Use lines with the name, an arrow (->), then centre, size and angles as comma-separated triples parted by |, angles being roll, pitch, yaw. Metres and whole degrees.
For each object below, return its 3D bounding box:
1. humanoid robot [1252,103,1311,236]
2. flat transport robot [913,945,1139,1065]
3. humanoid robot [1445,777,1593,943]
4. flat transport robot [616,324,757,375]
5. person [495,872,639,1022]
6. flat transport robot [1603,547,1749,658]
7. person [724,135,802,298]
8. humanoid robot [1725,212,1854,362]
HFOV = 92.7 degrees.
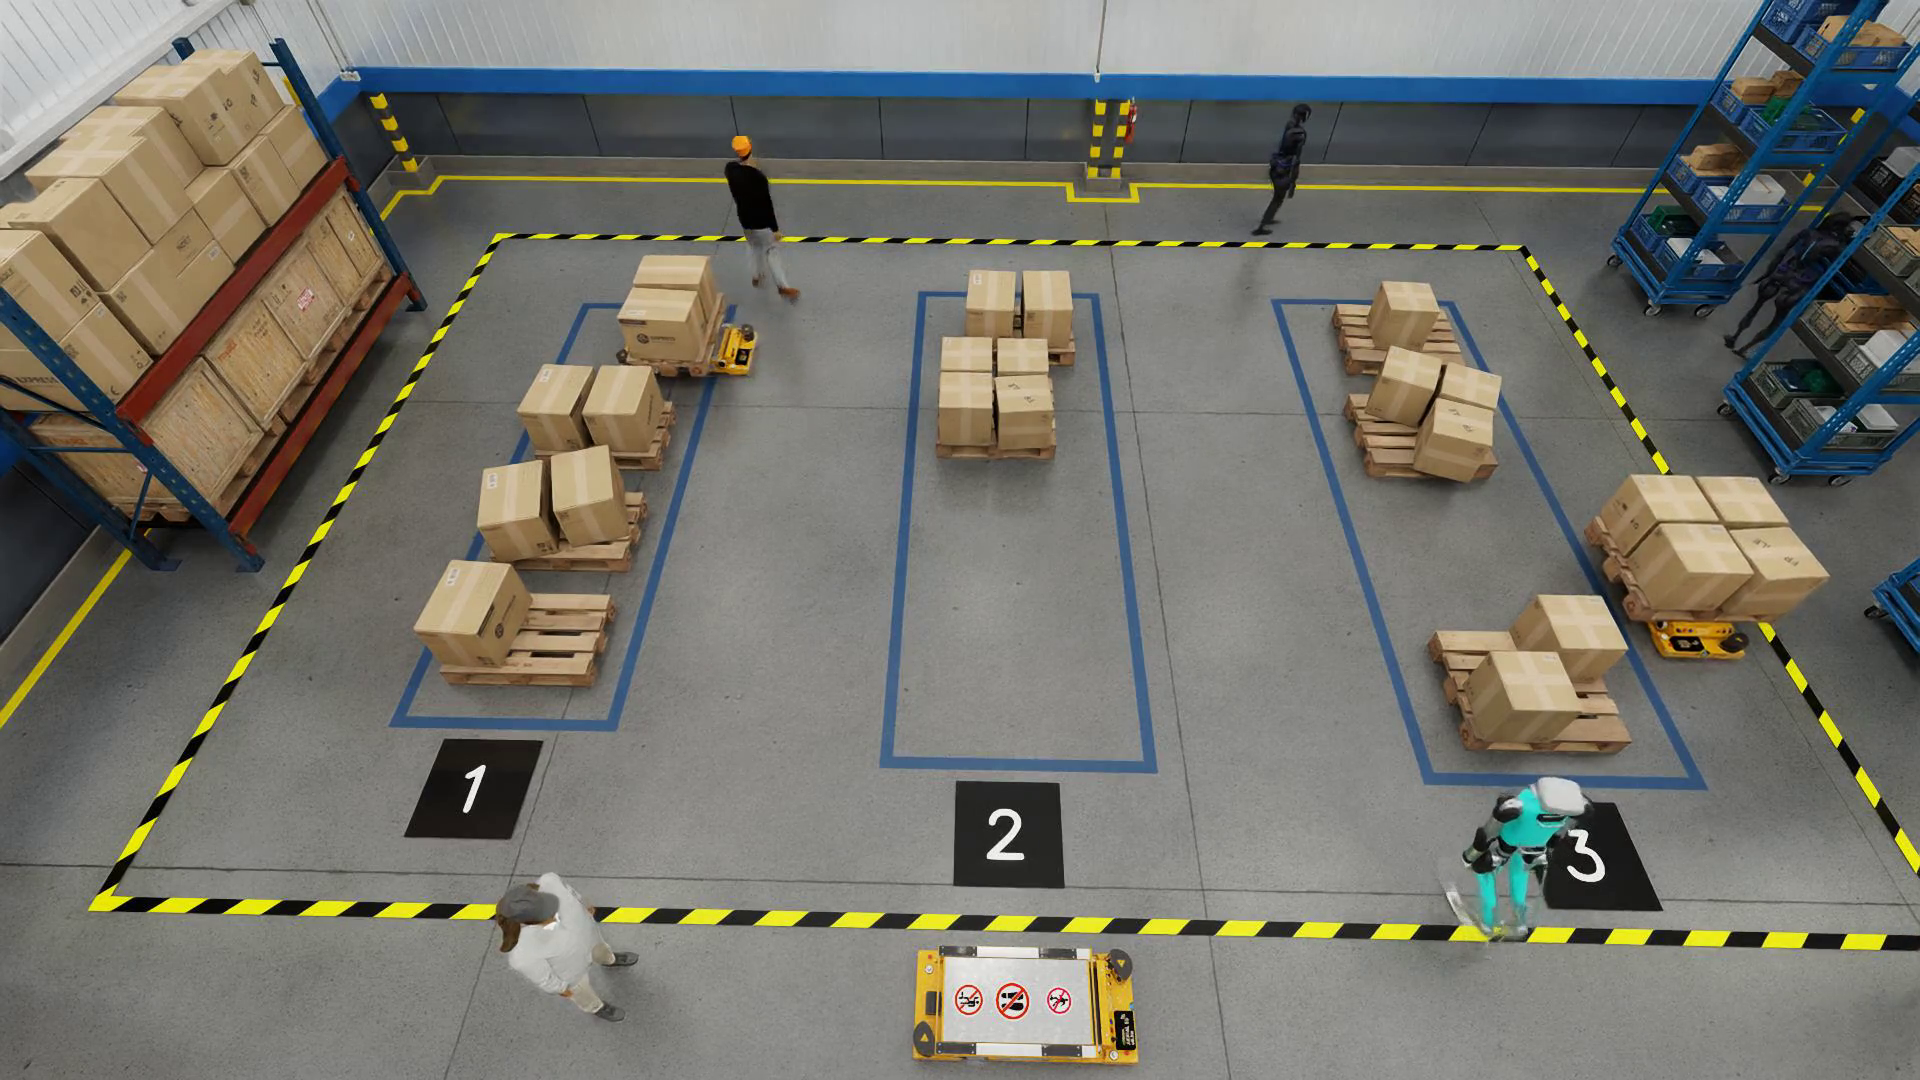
humanoid robot -> 4.002, -4.540, 11.279 | 0.463, 1.643, 0.589 | -7, 51, -5
flat transport robot -> 0.422, 3.041, 6.007 | 1.431, 0.231, 0.659 | 1, 51, 1
humanoid robot -> 3.490, 2.192, 5.799 | 0.576, 1.833, 0.738 | -1, 51, -1
flat transport robot -> -3.037, -2.141, 10.213 | 1.431, 0.197, 0.652 | 1, 51, 1
person -> -2.366, 2.450, 5.519 | 0.399, 1.768, 0.573 | 2, 51, 1
flat transport robot -> 6.301, 0.388, 8.152 | 0.652, 0.197, 1.431 | 1, 51, 1
person -> -2.248, -3.628, 10.429 | 0.817, 1.849, 0.376 | 29, 56, 22
humanoid robot -> 8.782, -2.702, 9.783 | 0.466, 1.648, 0.614 | -15, 52, -12
